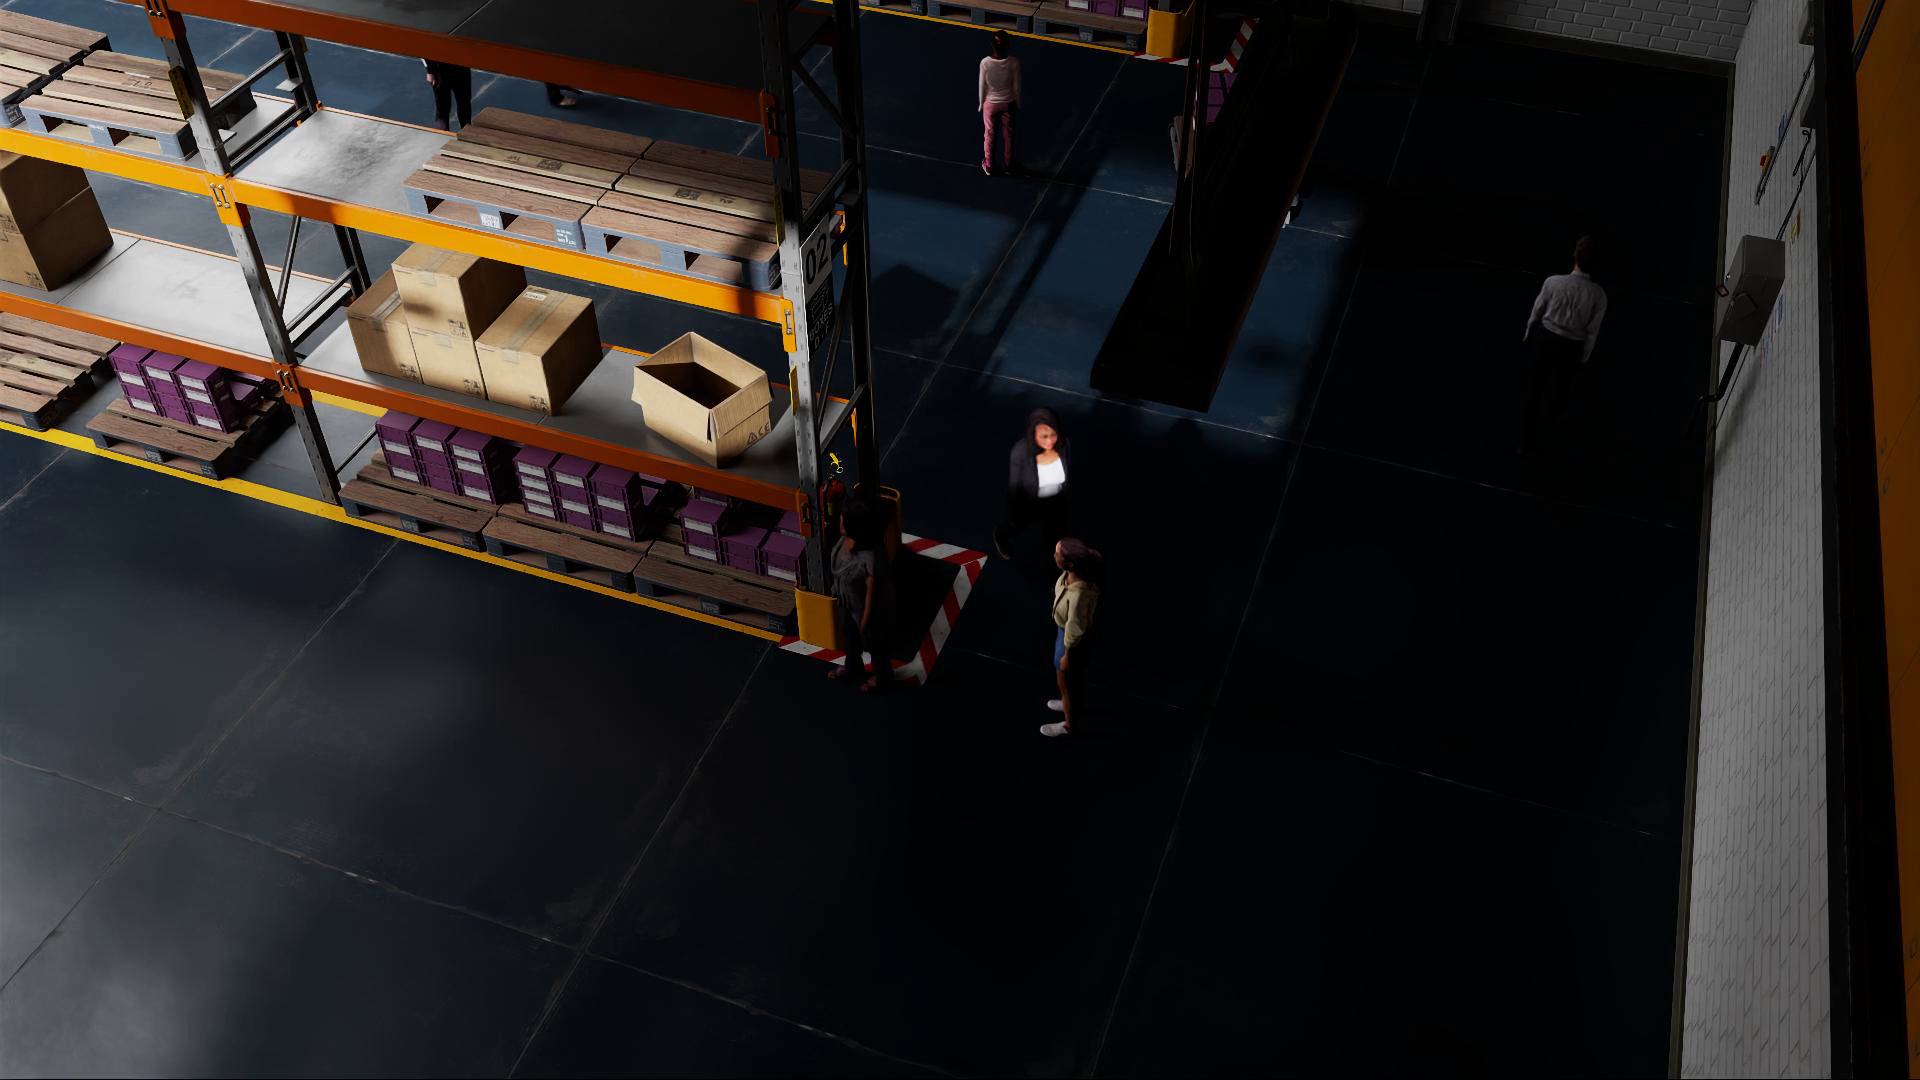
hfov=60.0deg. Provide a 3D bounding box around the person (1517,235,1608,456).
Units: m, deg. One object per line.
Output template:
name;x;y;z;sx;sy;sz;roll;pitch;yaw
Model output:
person;4.430;-1.415;12.372;1.000;1.790;0.828;21;48;21

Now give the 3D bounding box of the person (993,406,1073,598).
person;0.470;-0.315;11.376;1.094;1.573;1.194;-21;47;-20

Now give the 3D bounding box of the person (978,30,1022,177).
person;0.372;-4.064;15.403;0.551;1.444;0.677;-2;44;-2

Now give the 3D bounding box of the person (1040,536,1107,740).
person;0.722;0.601;10.373;0.652;1.630;0.696;4;44;5

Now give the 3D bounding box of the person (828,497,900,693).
person;-0.559;0.327;10.685;0.879;1.595;0.824;-17;46;-17
